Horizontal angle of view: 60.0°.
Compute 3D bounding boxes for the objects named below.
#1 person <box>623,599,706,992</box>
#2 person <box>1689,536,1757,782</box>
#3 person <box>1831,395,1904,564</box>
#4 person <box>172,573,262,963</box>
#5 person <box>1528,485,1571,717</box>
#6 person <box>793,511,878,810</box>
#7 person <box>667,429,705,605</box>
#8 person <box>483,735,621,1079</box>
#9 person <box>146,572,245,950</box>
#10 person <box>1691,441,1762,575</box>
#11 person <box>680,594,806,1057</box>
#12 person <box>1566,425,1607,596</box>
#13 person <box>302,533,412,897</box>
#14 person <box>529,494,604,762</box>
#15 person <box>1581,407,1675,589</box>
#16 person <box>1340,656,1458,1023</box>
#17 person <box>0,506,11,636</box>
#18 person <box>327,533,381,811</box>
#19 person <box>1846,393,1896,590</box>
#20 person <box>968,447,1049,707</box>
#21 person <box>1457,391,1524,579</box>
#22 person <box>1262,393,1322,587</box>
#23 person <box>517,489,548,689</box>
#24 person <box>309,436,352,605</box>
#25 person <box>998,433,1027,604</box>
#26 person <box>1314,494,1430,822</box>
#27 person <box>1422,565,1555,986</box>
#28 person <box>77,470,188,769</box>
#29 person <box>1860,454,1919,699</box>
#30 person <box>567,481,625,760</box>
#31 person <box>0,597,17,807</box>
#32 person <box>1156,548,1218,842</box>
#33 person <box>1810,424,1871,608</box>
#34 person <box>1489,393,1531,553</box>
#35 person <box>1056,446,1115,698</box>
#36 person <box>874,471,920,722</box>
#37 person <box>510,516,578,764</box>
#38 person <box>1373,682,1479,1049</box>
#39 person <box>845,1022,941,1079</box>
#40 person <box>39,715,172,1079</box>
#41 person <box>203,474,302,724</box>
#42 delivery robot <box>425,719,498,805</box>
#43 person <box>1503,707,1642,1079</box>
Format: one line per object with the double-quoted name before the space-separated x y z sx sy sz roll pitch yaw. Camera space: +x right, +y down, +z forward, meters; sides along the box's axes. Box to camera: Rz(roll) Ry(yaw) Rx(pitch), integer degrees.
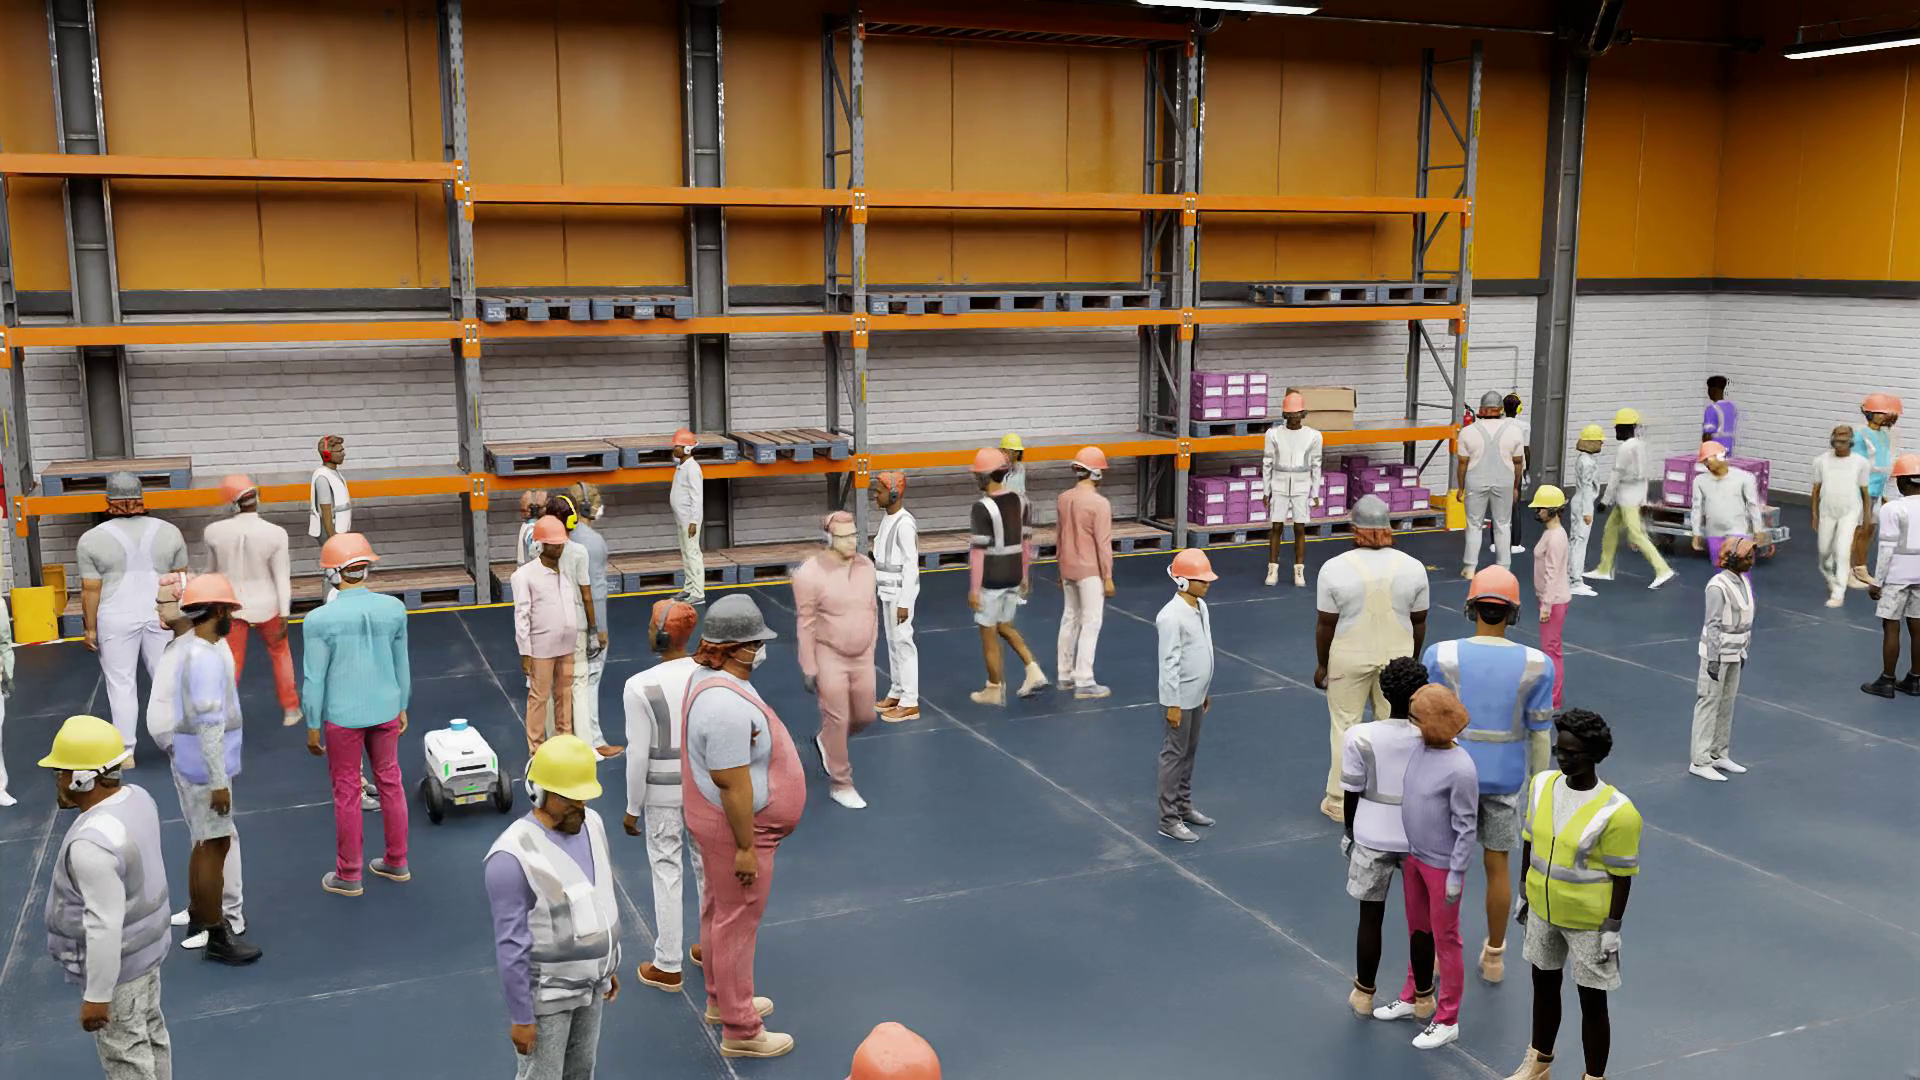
"person" -1.339 1.205 7.926 0.583 1.883 0.350 -9 13 -41
"person" 5.094 0.783 11.090 0.514 1.634 0.312 -9 13 -42
"person" 10.131 -0.639 18.429 0.611 1.950 0.979 -3 10 -17
"person" -3.704 1.141 8.284 0.375 1.895 0.676 -6 12 -32
"person" 4.443 0.458 12.594 0.341 1.756 0.518 3 10 15
"person" -0.790 0.739 10.597 0.649 1.889 0.616 -8 13 -40
"person" -2.734 -0.233 16.567 0.332 1.753 0.573 -4 11 -23
"person" -1.412 1.581 5.942 0.403 1.821 0.586 4 11 20
"person" -3.893 1.101 8.456 0.408 1.908 0.644 -7 12 -34
"person" 7.308 -0.086 15.904 0.417 1.697 0.650 -9 13 -41
"person" -0.947 1.229 7.331 0.538 2.000 0.685 -3 10 -17
"person" 6.432 -0.314 17.078 0.311 1.744 0.486 3 10 14
"person" -3.303 0.947 9.121 0.407 1.987 0.615 8 13 40
"person" -2.688 0.613 11.371 0.518 1.873 0.328 4 10 20
"person" 7.085 -0.445 17.460 0.958 1.889 0.588 7 12 34
"person" 1.989 1.362 7.559 0.532 1.696 0.319 2 10 12
"person" -8.139 0.252 13.776 0.317 1.756 0.563 0 10 2
"person" -3.803 0.822 10.502 0.336 1.753 0.564 -2 10 -12
"person" 9.468 -0.503 17.305 0.608 2.044 0.370 -6 12 -33
"person" 0.322 0.296 12.767 0.598 2.021 0.641 7 12 36
"person" 5.660 -0.594 17.836 0.673 2.000 0.536 2 10 12
"person" 3.464 -0.521 17.406 0.605 2.045 0.381 2 10 13
"person" -3.344 0.416 13.170 0.309 1.641 0.514 -4 11 -20
"person" -5.718 -0.031 15.160 0.390 1.842 0.565 -2 10 -13
"person" 0.484 -0.191 16.409 0.343 1.736 0.484 9 13 42
"person" 2.500 0.721 10.260 0.676 2.000 0.536 0 10 0
"person" 2.492 1.125 7.973 0.615 2.029 0.409 2 10 11
"person" -5.661 0.527 11.380 0.689 2.000 0.537 -9 13 -42
"person" 7.413 0.285 13.081 0.543 1.934 0.362 -2 10 -11
"person" -2.611 0.556 11.506 0.375 1.939 0.628 -8 12 -38
"person" -6.171 0.908 10.375 0.320 1.628 0.511 7 12 36
"person" 1.371 0.912 9.983 0.330 1.751 0.564 5 11 26
"person" 8.781 -0.264 16.575 0.523 1.825 0.719 8 12 37
"person" 6.387 -0.778 19.383 0.521 1.874 0.328 5 11 27
"person" 1.002 0.246 13.179 0.420 1.982 0.623 -6 11 -30
"person" -0.478 0.415 12.470 0.338 1.882 0.582 -3 10 -16
"person" -2.735 0.700 11.206 0.330 1.751 0.564 7 12 36
"person" 2.083 1.425 7.375 0.279 1.633 0.497 -3 10 -17
"person" -0.146 1.969 3.891 0.573 1.750 0.332 -8 13 -38
"person" -3.139 1.538 6.148 0.404 1.834 0.591 -2 10 -11
"person" -5.109 0.475 11.994 0.596 1.929 0.932 -2 10 -11
"delivery robot" -3.155 1.374 10.507 0.477 0.478 0.707 -5 11 -26
"person" 2.469 1.506 6.727 0.318 1.697 0.535 -6 12 -31
